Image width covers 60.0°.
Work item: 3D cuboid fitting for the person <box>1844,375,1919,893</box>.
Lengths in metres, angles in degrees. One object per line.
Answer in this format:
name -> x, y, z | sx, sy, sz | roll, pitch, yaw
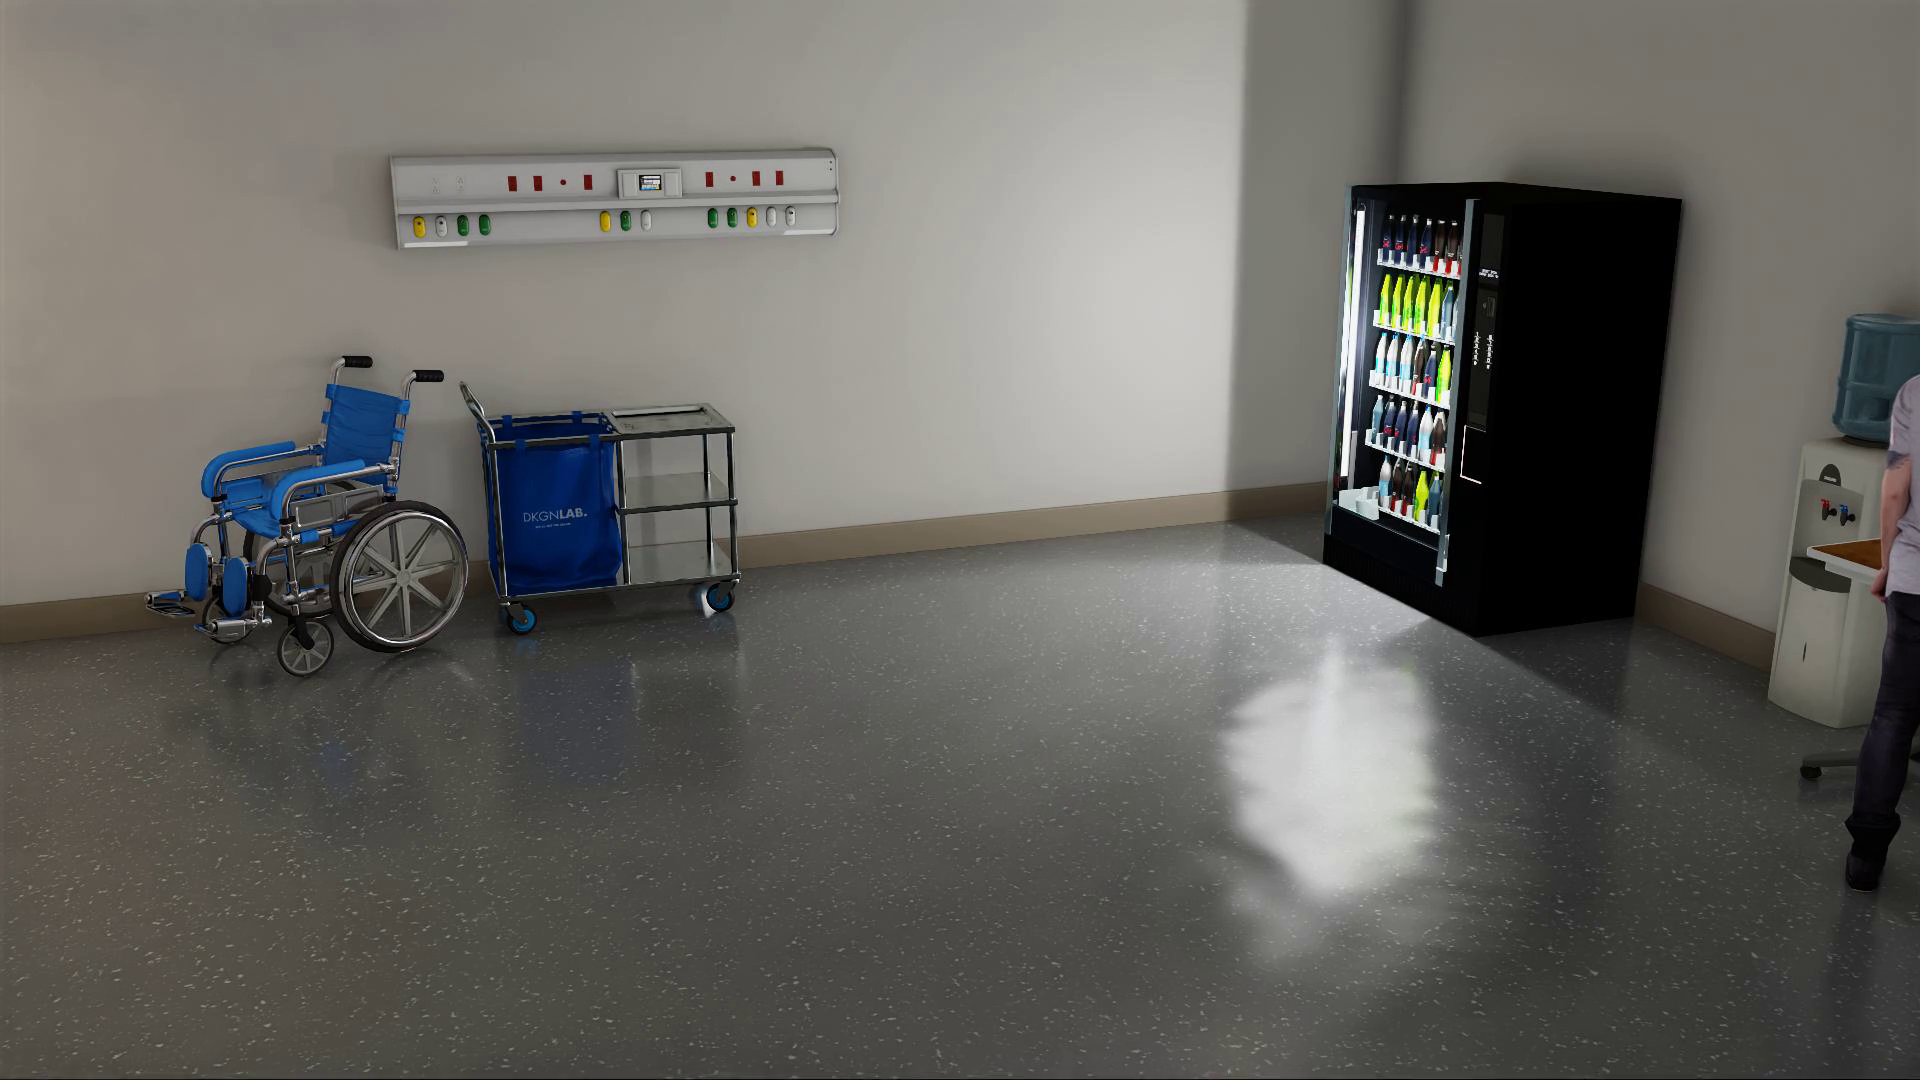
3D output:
person -> 2.834, 0.156, 4.692 | 0.690, 1.832, 0.807 | 14, 21, 40
